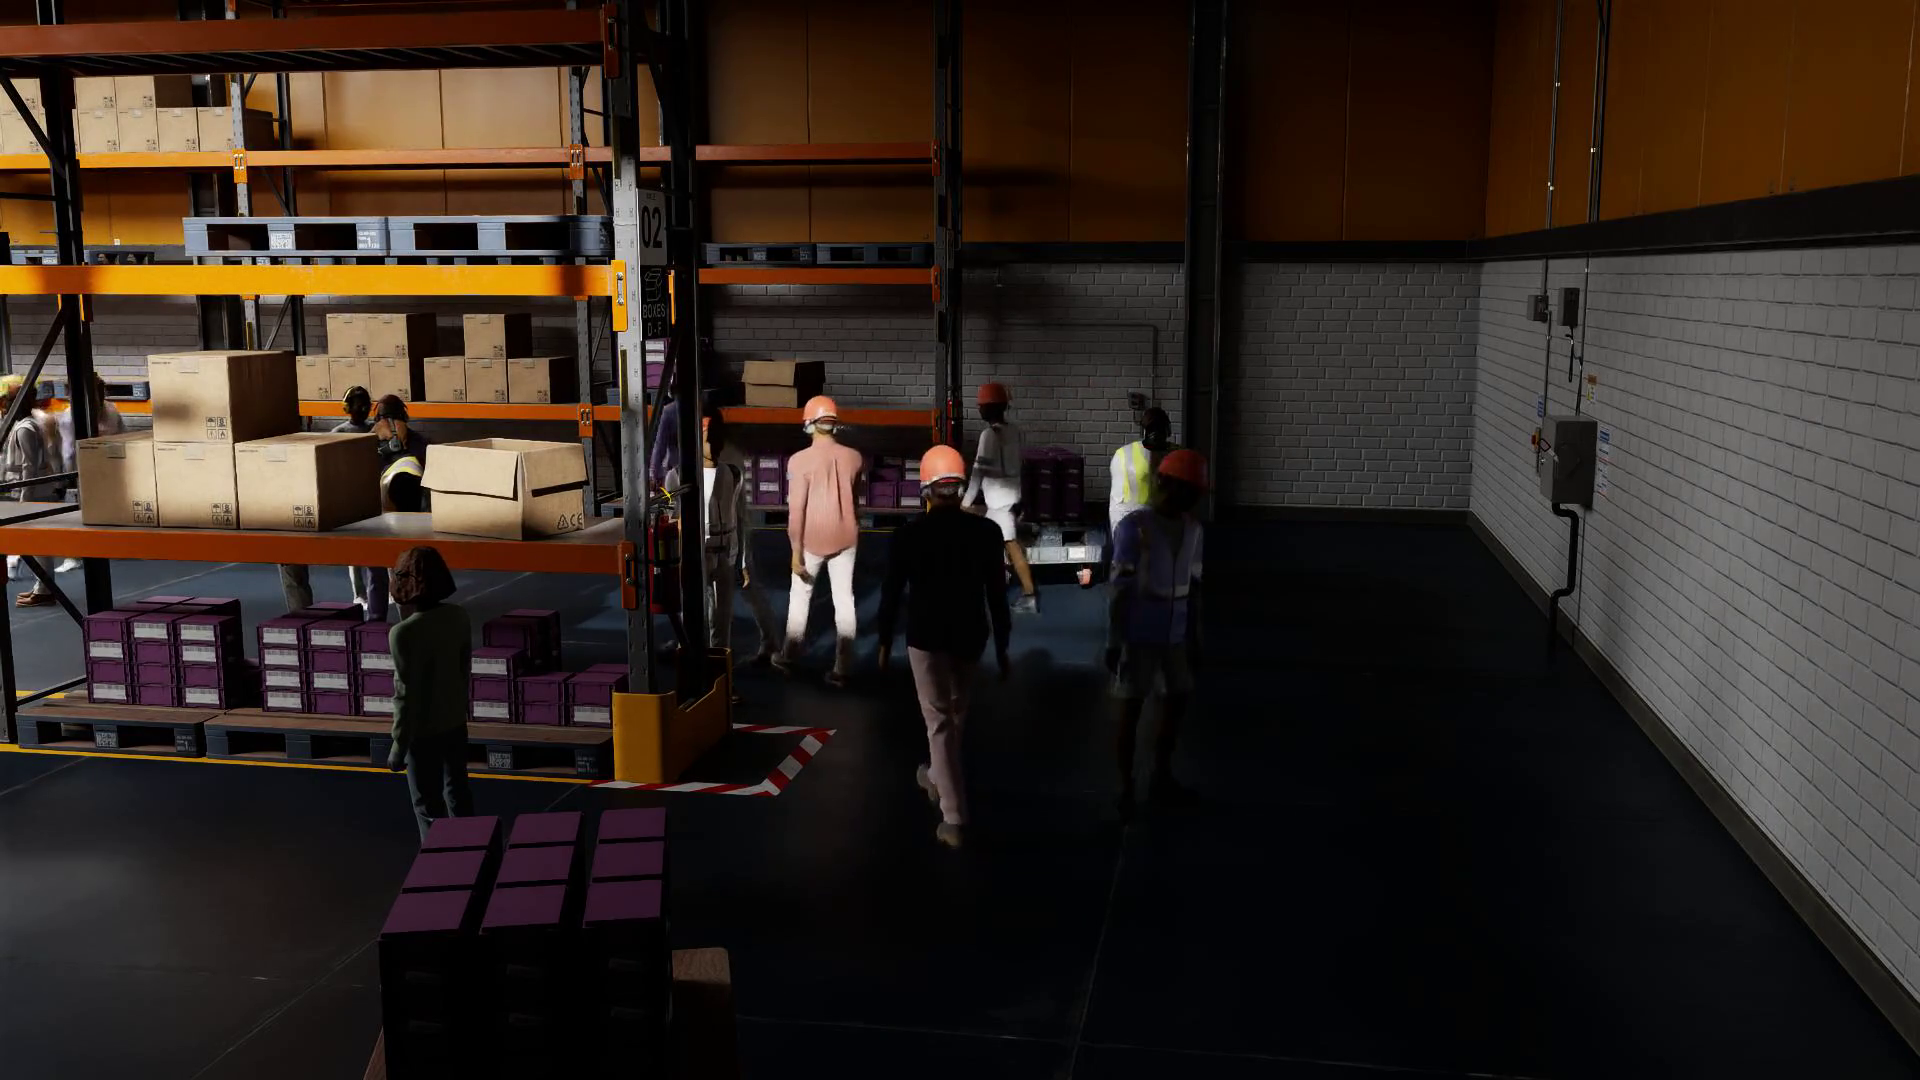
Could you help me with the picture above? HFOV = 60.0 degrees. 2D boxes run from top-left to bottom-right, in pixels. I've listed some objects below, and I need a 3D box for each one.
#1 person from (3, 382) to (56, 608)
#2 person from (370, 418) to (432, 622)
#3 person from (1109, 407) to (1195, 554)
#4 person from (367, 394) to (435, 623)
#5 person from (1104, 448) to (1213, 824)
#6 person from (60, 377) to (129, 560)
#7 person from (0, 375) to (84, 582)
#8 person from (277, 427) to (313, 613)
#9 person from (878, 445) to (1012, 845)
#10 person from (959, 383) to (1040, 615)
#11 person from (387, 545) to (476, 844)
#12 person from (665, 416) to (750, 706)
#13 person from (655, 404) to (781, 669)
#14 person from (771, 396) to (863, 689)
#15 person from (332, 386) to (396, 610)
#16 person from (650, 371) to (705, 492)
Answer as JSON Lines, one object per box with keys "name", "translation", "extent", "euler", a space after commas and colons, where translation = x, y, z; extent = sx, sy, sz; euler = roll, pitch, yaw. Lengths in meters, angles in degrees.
{"name": "person", "translation": [-7.798, -0.382, 13.937], "extent": [0.355, 1.885, 0.575], "euler": [-4, 10, -24]}
{"name": "person", "translation": [-3.725, 0.103, 11.093], "extent": [0.428, 1.836, 0.626], "euler": [-3, 10, -20]}
{"name": "person", "translation": [1.371, -0.024, 11.851], "extent": [0.621, 1.845, 0.430], "euler": [-1, 9, -4]}
{"name": "person", "translation": [-4.138, -0.117, 12.227], "extent": [0.642, 1.909, 0.399], "euler": [-4, 10, -23]}
{"name": "person", "translation": [0.993, 0.496, 8.488], "extent": [0.664, 1.896, 0.376], "euler": [-6, 11, -31]}
{"name": "person", "translation": [-8.273, -0.697, 16.157], "extent": [0.973, 1.785, 0.633], "euler": [2, 9, 11]}
{"name": "person", "translation": [-8.503, -0.567, 15.159], "extent": [0.594, 1.853, 1.046], "euler": [5, 10, 28]}
{"name": "person", "translation": [-4.806, -0.024, 11.879], "extent": [0.404, 1.830, 0.601], "euler": [-3, 10, -17]}
{"name": "person", "translation": [-0.086, 0.493, 8.371], "extent": [0.638, 1.936, 1.072], "euler": [-3, 10, -19]}
{"name": "person", "translation": [0.229, -0.341, 13.676], "extent": [1.022, 1.873, 0.555], "euler": [4, 10, 23]}
{"name": "person", "translation": [-2.280, 0.832, 7.179], "extent": [0.286, 1.633, 0.499], "euler": [3, 10, 17]}
{"name": "person", "translation": [-1.600, 0.155, 10.615], "extent": [0.576, 1.882, 0.355], "euler": [-8, 12, -41]}
{"name": "person", "translation": [-1.720, -0.008, 11.647], "extent": [1.022, 1.882, 0.682], "euler": [2, 9, 12]}
{"name": "person", "translation": [-0.971, -0.003, 11.367], "extent": [0.613, 1.948, 0.942], "euler": [-5, 11, -31]}
{"name": "person", "translation": [-4.932, -0.347, 13.790], "extent": [0.349, 1.861, 0.549], "euler": [6, 11, 33]}
{"name": "person", "translation": [-2.570, -0.644, 15.593], "extent": [1.075, 1.886, 0.643], "euler": [7, 12, 38]}
